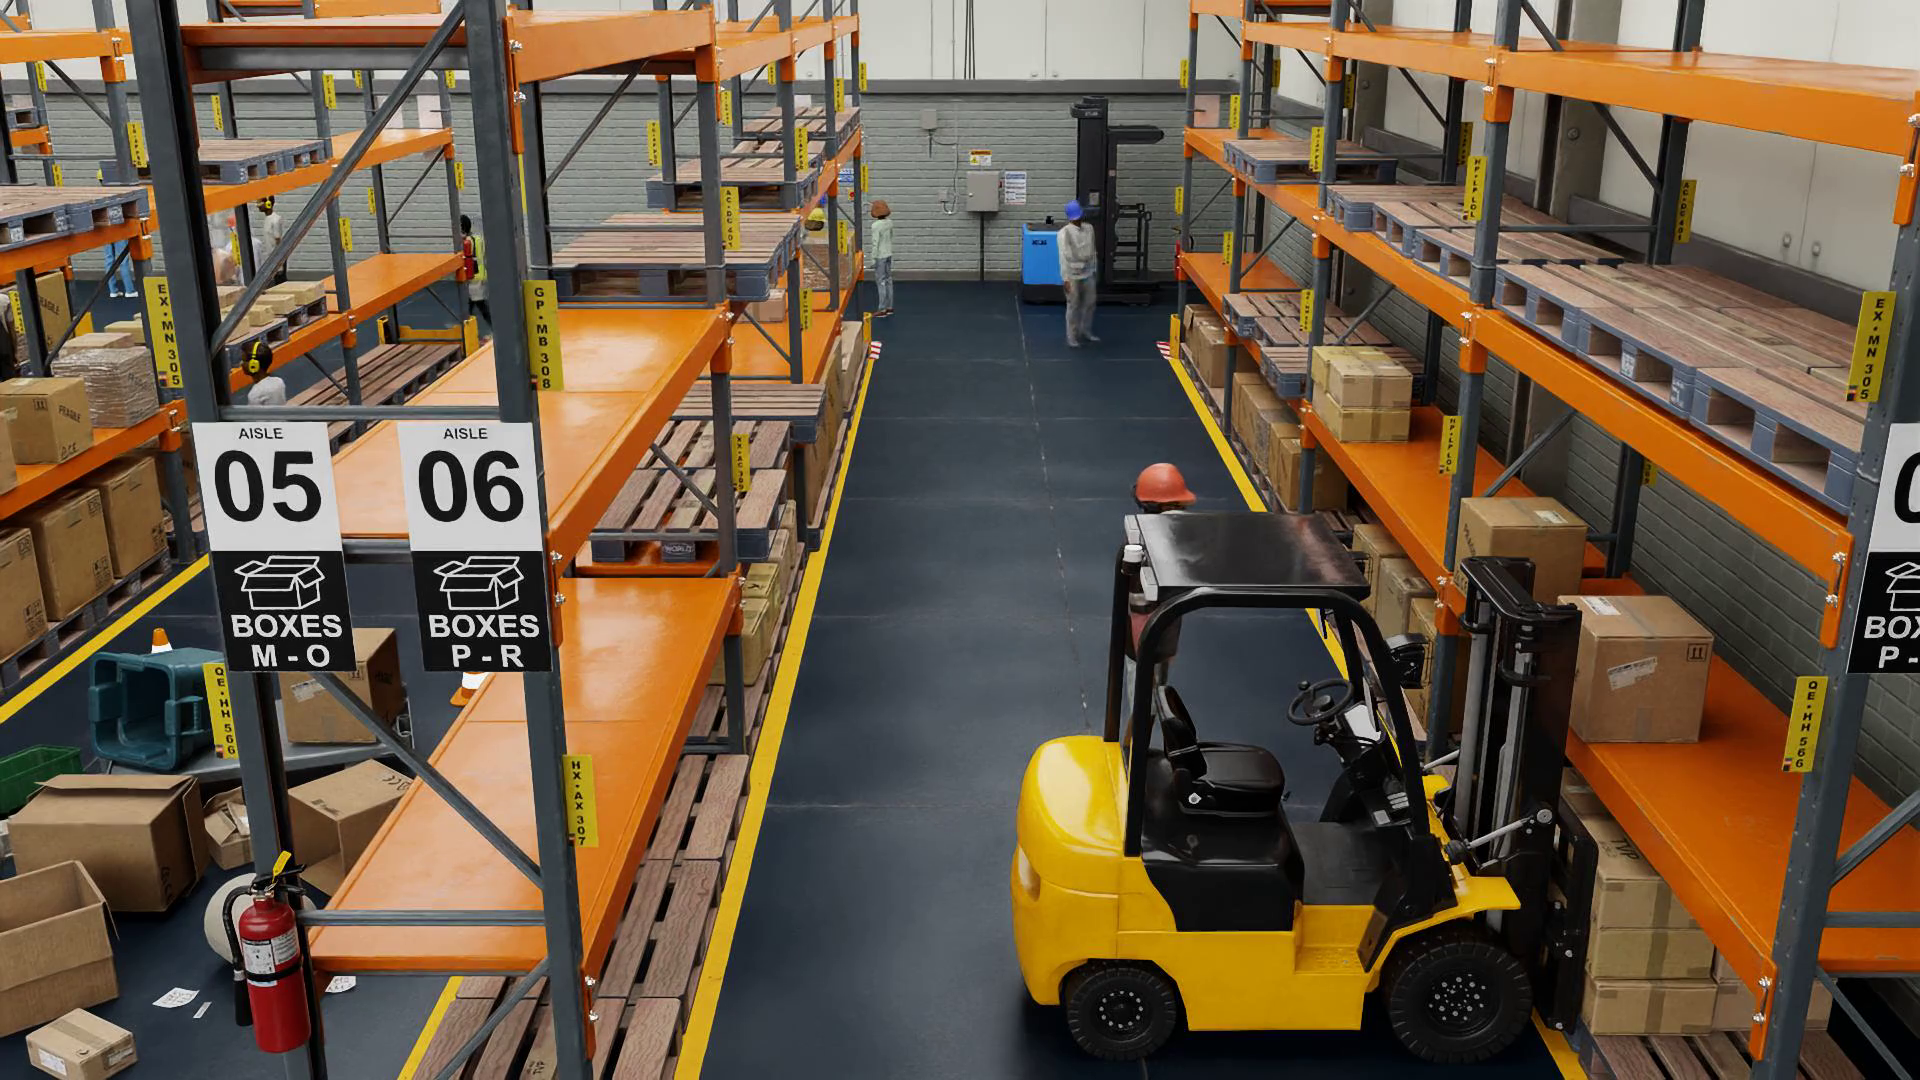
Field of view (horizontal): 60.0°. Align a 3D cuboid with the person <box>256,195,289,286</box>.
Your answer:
[{"bbox_3d":[-9.275,-3.795,22.579,0.338,1.859,0.501,-12,22,-33],"label":"person"}]

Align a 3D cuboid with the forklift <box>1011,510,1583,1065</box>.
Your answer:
[{"bbox_3d":[1.387,1.055,7.378,2.313,2.155,1.214,0,18,0],"label":"forklift"}]

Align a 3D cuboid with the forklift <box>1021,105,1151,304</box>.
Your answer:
[{"bbox_3d":[1.857,-4.944,24.441,1.873,2.768,1.129,0,18,0],"label":"forklift"}]

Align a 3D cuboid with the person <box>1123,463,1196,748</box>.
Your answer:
[{"bbox_3d":[1.064,0.571,9.070,0.367,2.048,0.607,5,19,16],"label":"person"}]

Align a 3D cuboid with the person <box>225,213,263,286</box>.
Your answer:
[{"bbox_3d":[-9.077,-3.266,21.133,0.329,1.751,0.567,6,19,19],"label":"person"}]

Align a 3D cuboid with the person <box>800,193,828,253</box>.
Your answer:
[{"bbox_3d":[-1.902,-3.665,22.080,0.642,1.914,0.624,5,19,14],"label":"person"}]

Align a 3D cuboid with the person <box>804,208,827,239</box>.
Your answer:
[{"bbox_3d":[-1.881,-3.477,21.812,0.321,1.731,0.490,-1,18,-2],"label":"person"}]

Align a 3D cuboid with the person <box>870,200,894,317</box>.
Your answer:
[{"bbox_3d":[-1.109,-3.972,23.452,0.286,1.636,0.499,8,20,24],"label":"person"}]

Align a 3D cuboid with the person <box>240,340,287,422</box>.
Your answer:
[{"bbox_3d":[-5.397,-0.638,12.997,0.328,1.877,0.513,0,18,-1],"label":"person"}]

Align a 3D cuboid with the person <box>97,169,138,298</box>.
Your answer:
[{"bbox_3d":[-12.616,-4.570,24.804,0.587,1.928,0.363,3,18,8],"label":"person"}]

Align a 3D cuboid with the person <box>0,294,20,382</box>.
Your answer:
[{"bbox_3d":[-9.700,-1.840,16.677,0.345,1.846,0.508,12,22,33],"label":"person"}]

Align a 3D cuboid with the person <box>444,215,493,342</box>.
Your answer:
[{"bbox_3d":[-6.455,-3.417,21.739,0.886,1.644,0.543,4,19,11],"label":"person"}]

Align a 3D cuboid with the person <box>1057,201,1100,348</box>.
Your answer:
[{"bbox_3d":[1.517,-3.399,21.316,0.693,1.897,0.412,-14,23,-36],"label":"person"}]
